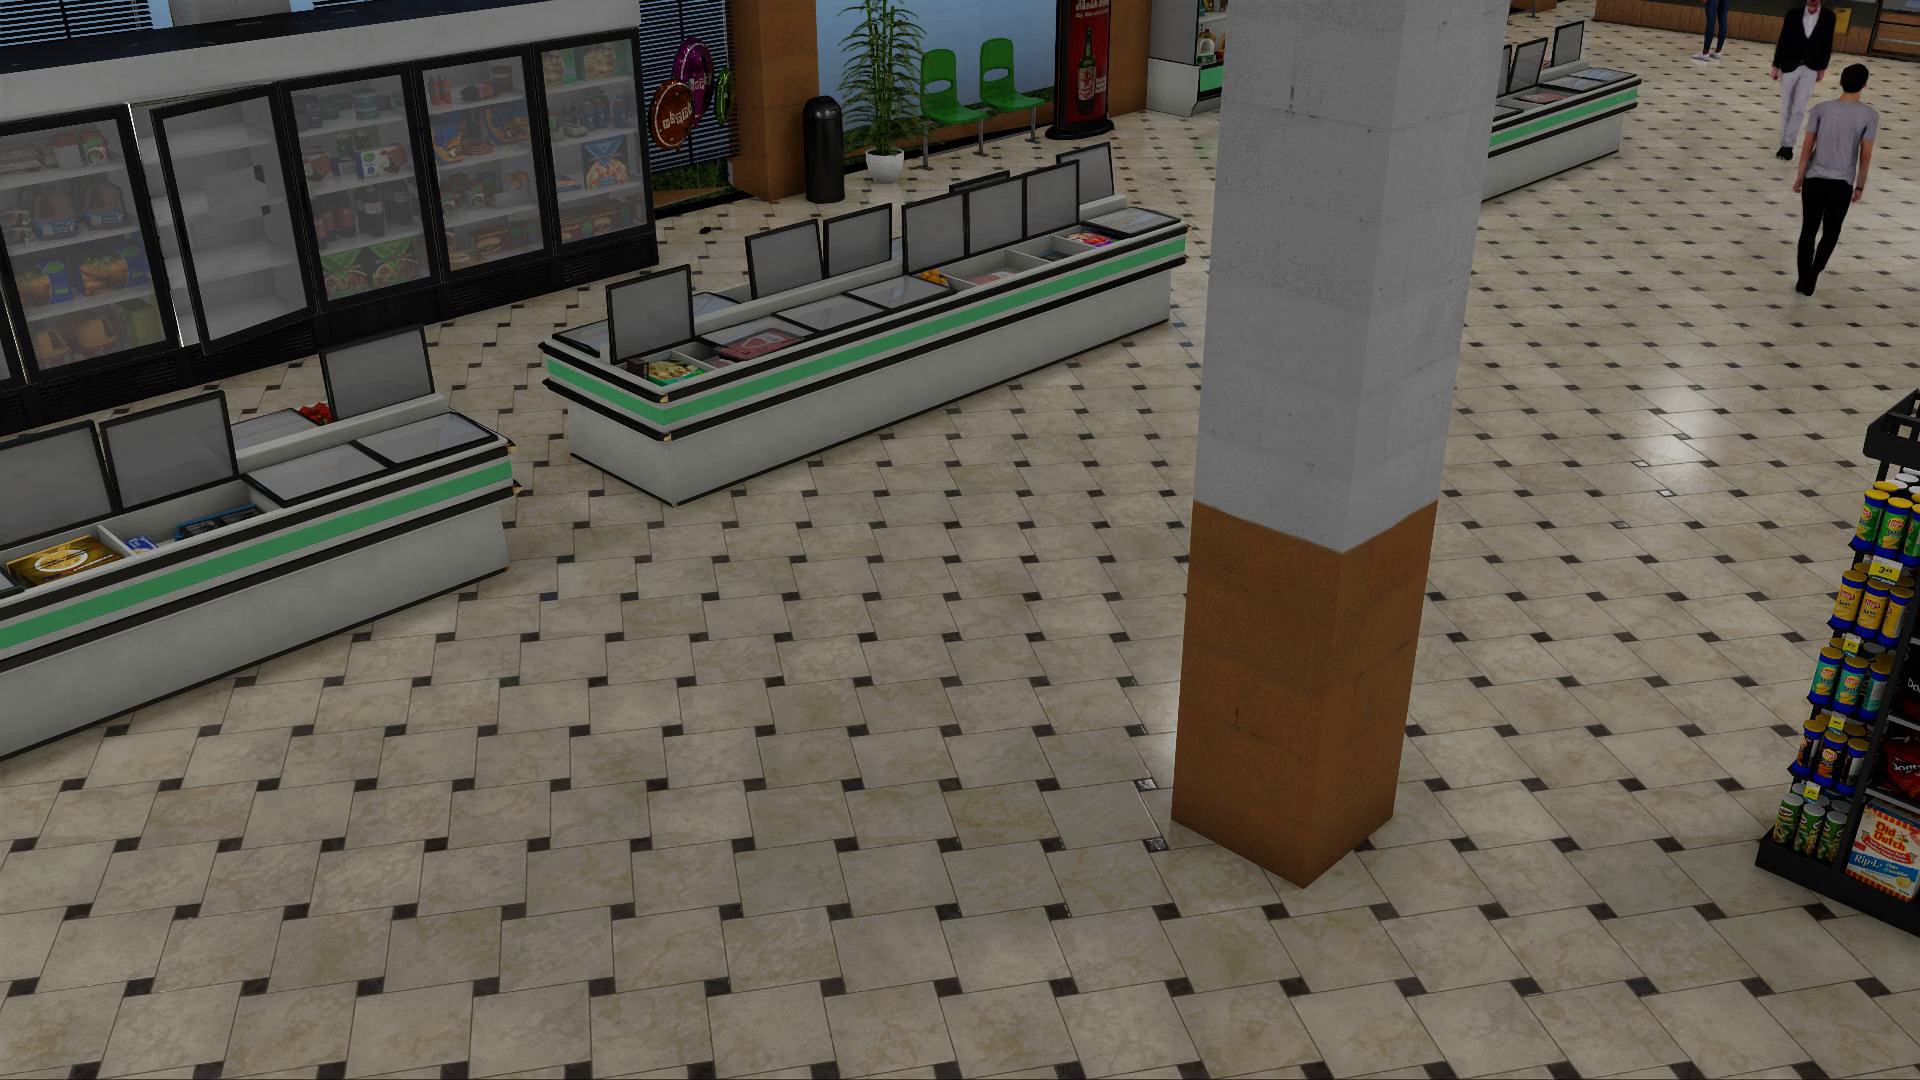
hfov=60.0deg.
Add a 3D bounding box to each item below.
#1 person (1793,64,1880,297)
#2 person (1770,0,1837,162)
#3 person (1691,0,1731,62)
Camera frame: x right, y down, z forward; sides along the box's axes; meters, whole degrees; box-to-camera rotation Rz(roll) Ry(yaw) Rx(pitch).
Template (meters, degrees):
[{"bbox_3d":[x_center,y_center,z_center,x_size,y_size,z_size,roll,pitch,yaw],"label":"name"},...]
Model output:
[{"bbox_3d":[6.911,-2.825,13.258,0.776,1.847,1.021,17,31,30],"label":"person"},{"bbox_3d":[8.802,-4.925,17.427,0.772,1.822,0.806,14,30,26],"label":"person"},{"bbox_3d":[10.181,-7.328,22.261,0.606,1.735,0.741,-10,28,-18],"label":"person"}]
